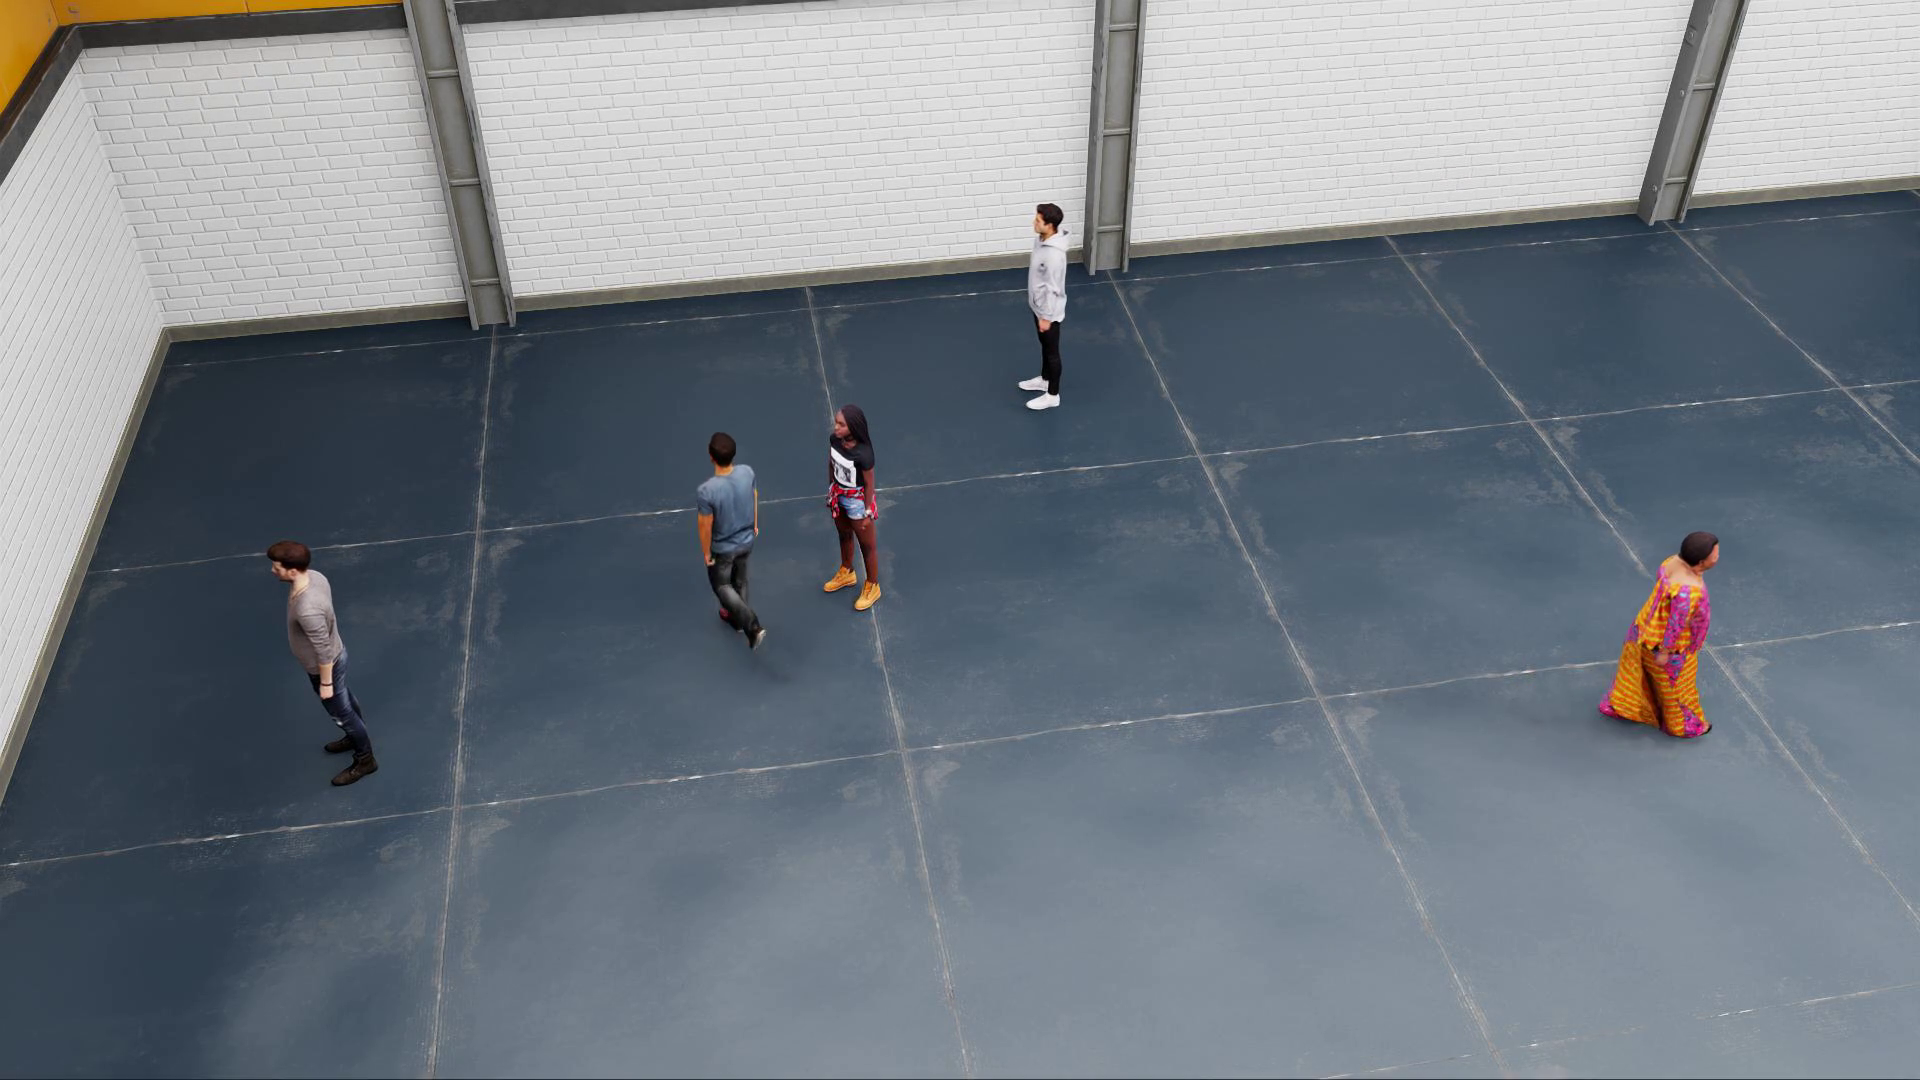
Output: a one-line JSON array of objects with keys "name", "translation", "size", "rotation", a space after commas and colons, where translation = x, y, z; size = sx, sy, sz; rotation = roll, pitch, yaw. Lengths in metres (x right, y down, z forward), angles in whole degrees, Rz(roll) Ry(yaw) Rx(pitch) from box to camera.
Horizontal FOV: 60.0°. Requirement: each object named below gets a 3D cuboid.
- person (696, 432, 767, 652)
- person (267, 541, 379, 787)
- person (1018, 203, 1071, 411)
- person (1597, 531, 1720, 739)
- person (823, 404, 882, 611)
[{"name": "person", "translation": [-1.581, 0.039, 11.766], "size": [0.990, 1.795, 0.990], "rotation": [-29, 47, -31]}, {"name": "person", "translation": [-4.106, 0.774, 10.758], "size": [0.667, 1.903, 0.751], "rotation": [-15, 41, -18]}, {"name": "person", "translation": [0.762, -2.019, 14.235], "size": [0.578, 1.929, 0.671], "rotation": [-5, 39, -6]}, {"name": "person", "translation": [4.692, 0.597, 11.152], "size": [1.054, 1.687, 0.851], "rotation": [6, 39, 8]}, {"name": "person", "translation": [-0.783, -0.267, 12.202], "size": [0.721, 1.729, 0.765], "rotation": [31, 48, 33]}]
